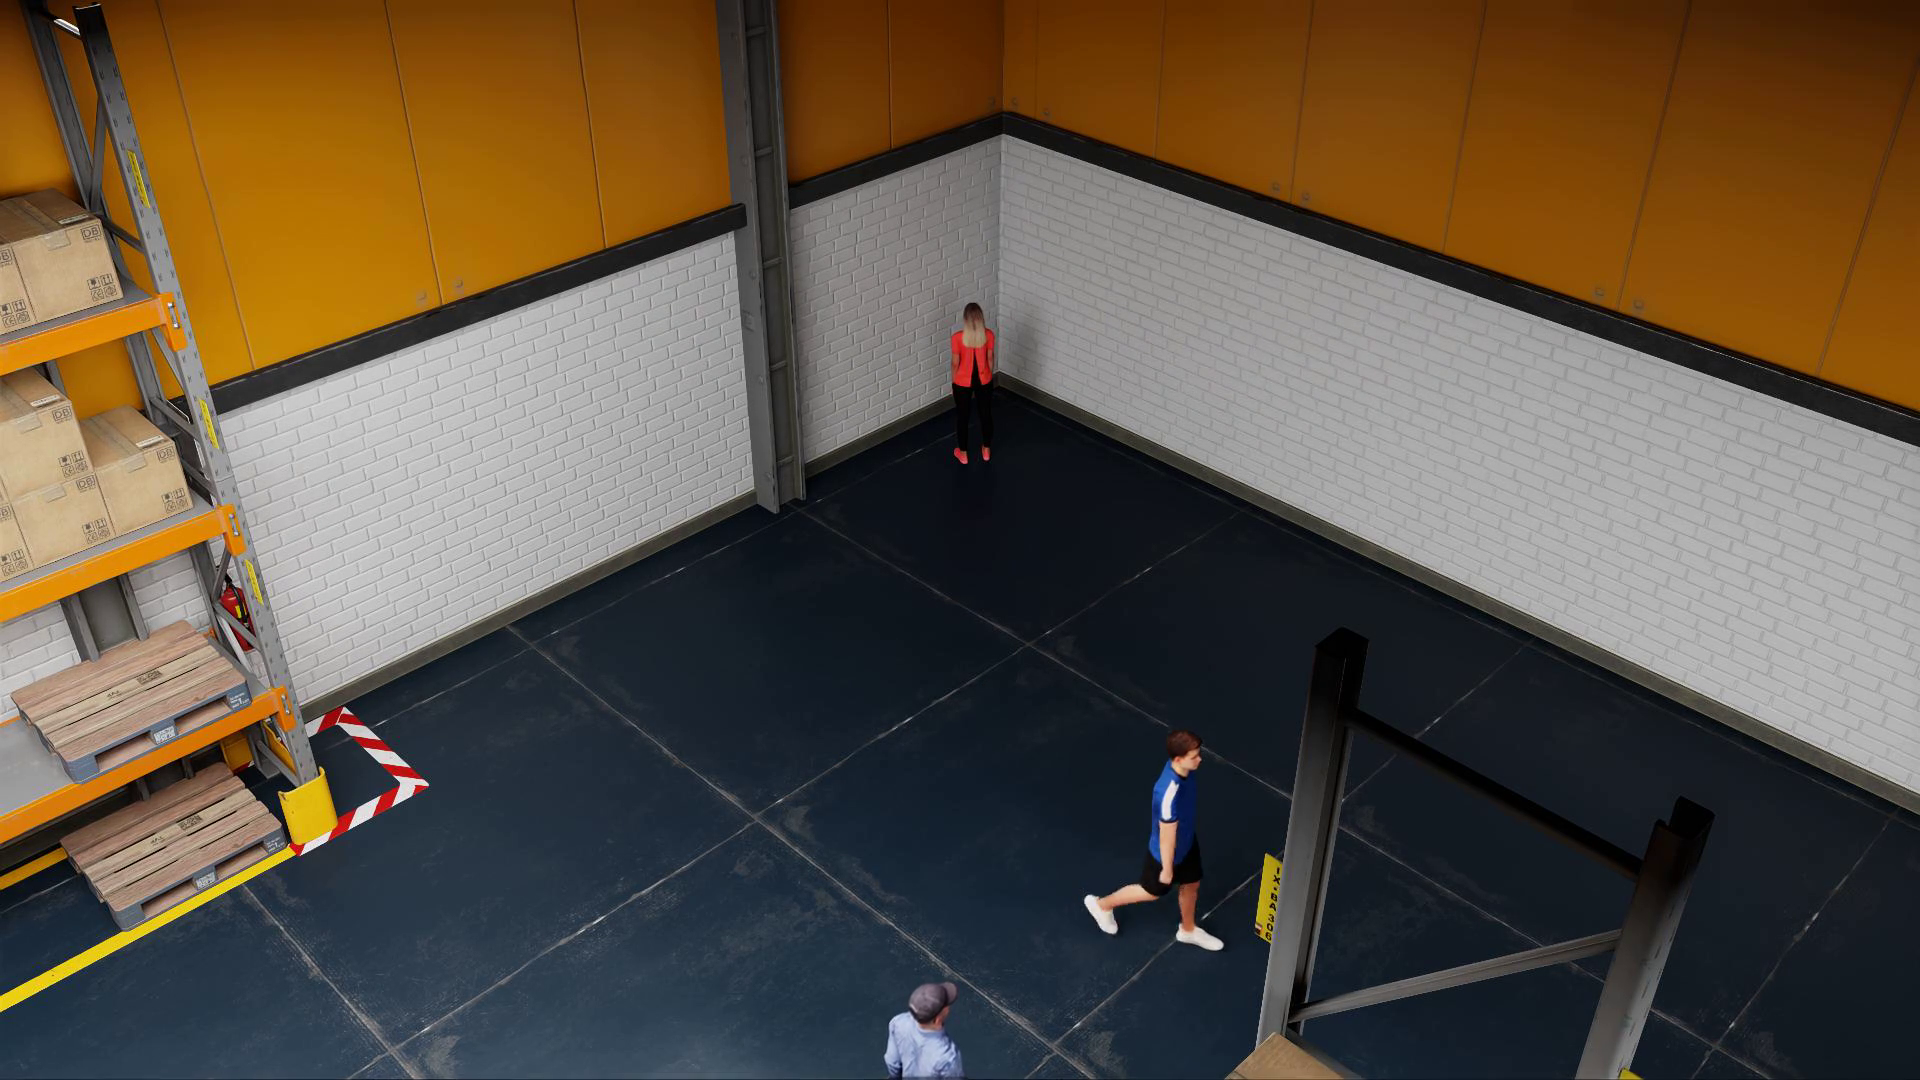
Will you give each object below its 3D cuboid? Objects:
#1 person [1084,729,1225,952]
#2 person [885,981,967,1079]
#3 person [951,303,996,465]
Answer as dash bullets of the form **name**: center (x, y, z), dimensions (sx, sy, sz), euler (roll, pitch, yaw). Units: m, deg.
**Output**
- **person**: center (1.293, 1.962, 10.877), dimensions (1.060, 1.835, 1.221), euler (12, 35, 17)
- **person**: center (-0.157, 3.102, 9.115), dimensions (0.657, 1.888, 0.553), euler (27, 42, 34)
- **person**: center (0.128, -1.538, 16.269), dimensions (0.635, 1.695, 0.736), euler (-7, 34, -11)
